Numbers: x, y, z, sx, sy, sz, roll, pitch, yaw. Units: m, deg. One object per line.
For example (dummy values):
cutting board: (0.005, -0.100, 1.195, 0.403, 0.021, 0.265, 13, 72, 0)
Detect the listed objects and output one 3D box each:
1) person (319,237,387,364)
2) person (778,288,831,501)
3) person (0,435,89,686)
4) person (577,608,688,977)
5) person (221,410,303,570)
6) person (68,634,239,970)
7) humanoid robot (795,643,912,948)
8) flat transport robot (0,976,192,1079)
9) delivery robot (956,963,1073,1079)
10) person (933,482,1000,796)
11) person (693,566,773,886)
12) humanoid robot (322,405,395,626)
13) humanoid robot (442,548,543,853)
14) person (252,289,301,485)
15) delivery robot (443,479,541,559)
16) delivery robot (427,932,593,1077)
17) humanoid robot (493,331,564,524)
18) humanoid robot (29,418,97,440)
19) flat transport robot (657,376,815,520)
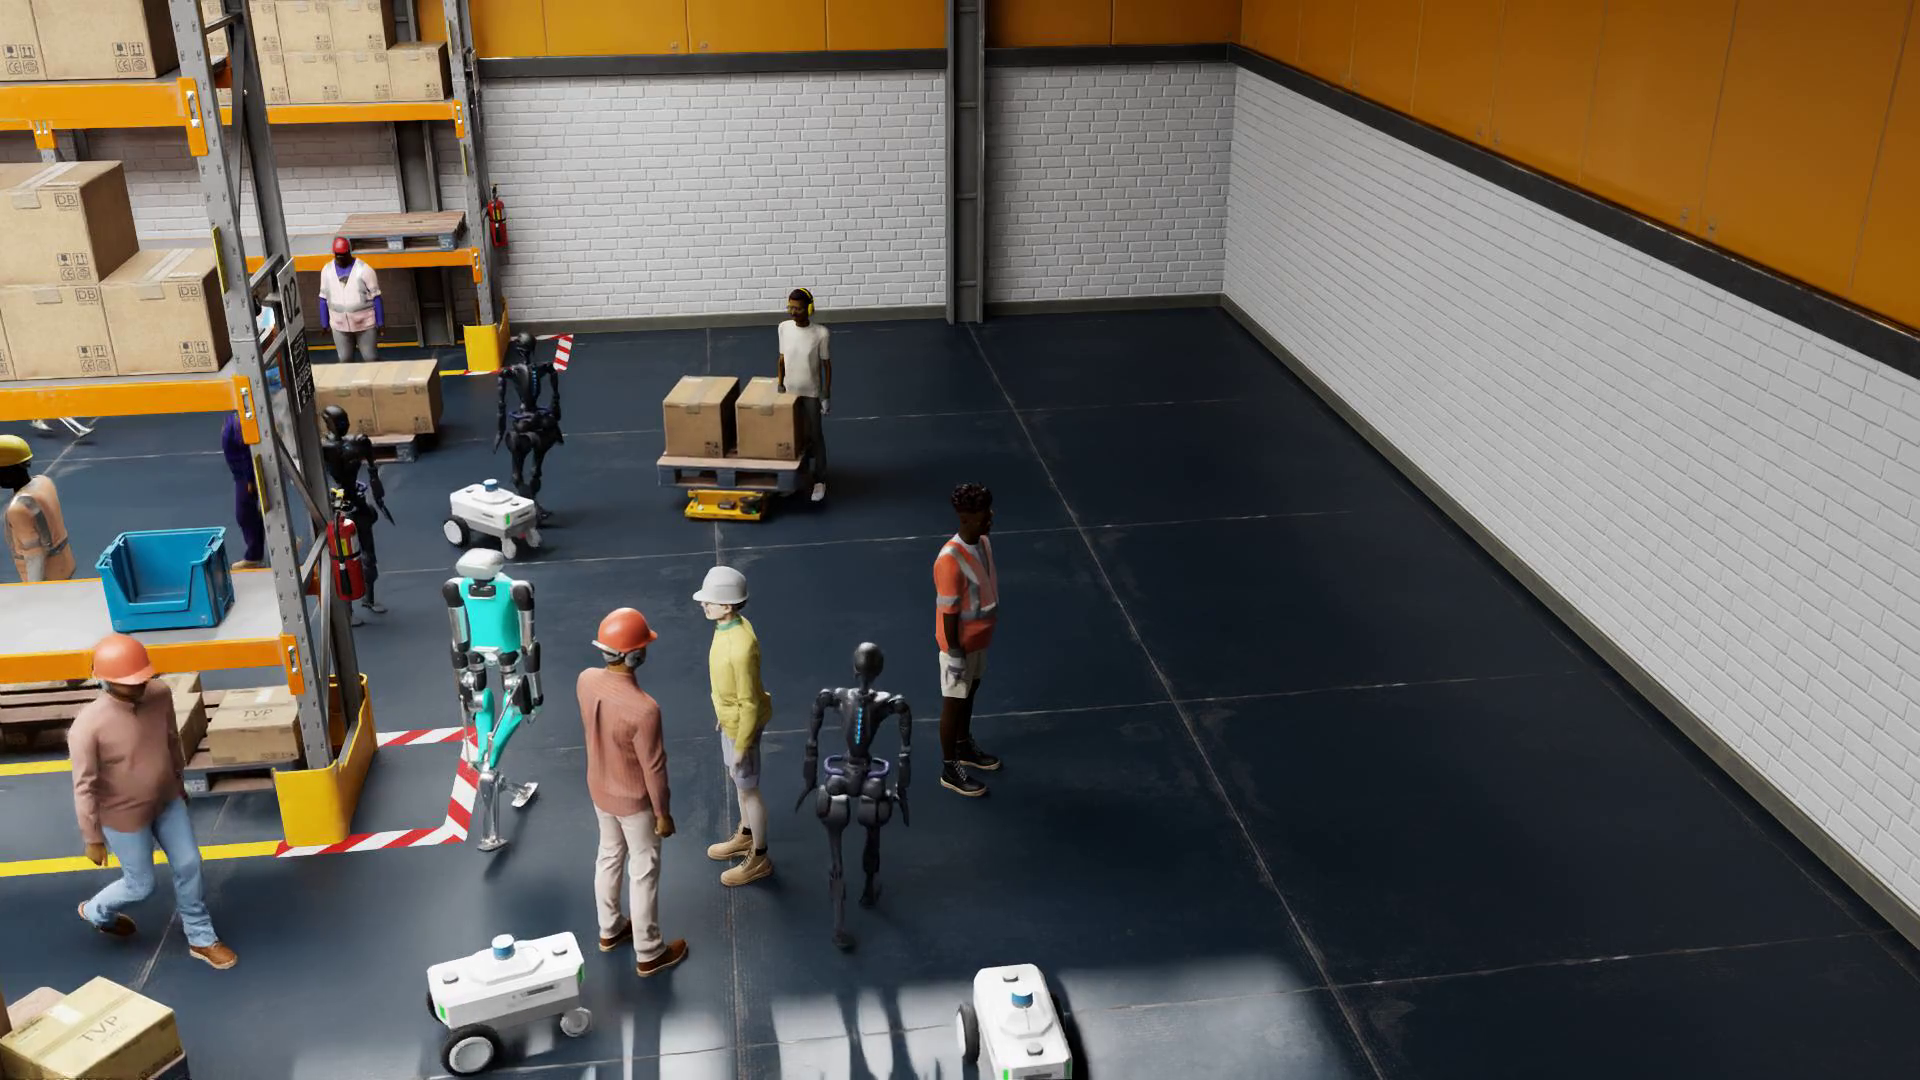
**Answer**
person: (-5.978, -2.124, 16.390, 0.624, 1.750, 0.420, -2, 24, -5)
person: (-1.341, -1.248, 14.247, 0.516, 1.873, 0.327, 8, 25, 18)
person: (-5.966, 0.228, 10.816, 0.382, 1.925, 0.590, -5, 24, -10)
person: (-1.651, 1.260, 8.402, 0.607, 1.985, 0.410, 20, 31, 38)
person: (-5.504, -0.515, 12.893, 0.480, 1.599, 0.485, -11, 26, -24)
person: (-4.175, 1.314, 8.306, 0.755, 1.953, 0.659, 8, 25, 18)
humanoid robot: (-0.564, 1.315, 8.711, 0.625, 1.645, 0.662, 3, 24, 8)
flat transport robot: (-4.104, 2.706, 7.232, 1.431, 0.231, 0.659, 12, 26, 26)
delivery robot: (0.283, 2.310, 7.748, 0.499, 0.570, 0.745, -4, 24, -10)
person: (0.049, 0.571, 9.985, 0.369, 1.966, 0.600, 8, 25, 18)
person: (-1.213, 1.004, 9.095, 0.387, 1.892, 0.471, -8, 25, -18)
humanoid robot: (-4.421, -0.200, 12.096, 0.362, 1.656, 0.590, 15, 28, 31)
humanoid robot: (-2.696, 0.978, 9.398, 0.542, 1.762, 1.030, 4, 24, 8)
person: (-6.103, -1.360, 14.552, 0.626, 1.836, 0.429, -3, 24, -7)
delivery robot: (-3.782, -0.208, 13.491, 0.759, 0.575, 0.499, 15, 28, 30)
delivery robot: (-2.199, 2.195, 8.055, 0.810, 0.606, 0.499, -10, 26, -22)
humanoid robot: (-3.554, -0.910, 13.745, 0.611, 1.636, 0.490, -18, 30, -36)
humanoid robot: (-8.603, -1.740, 15.528, 1.030, 1.728, 0.536, 8, 25, 18)
flat transport robot: (-1.922, -0.526, 14.595, 0.659, 0.231, 1.431, 2, 24, 5)
